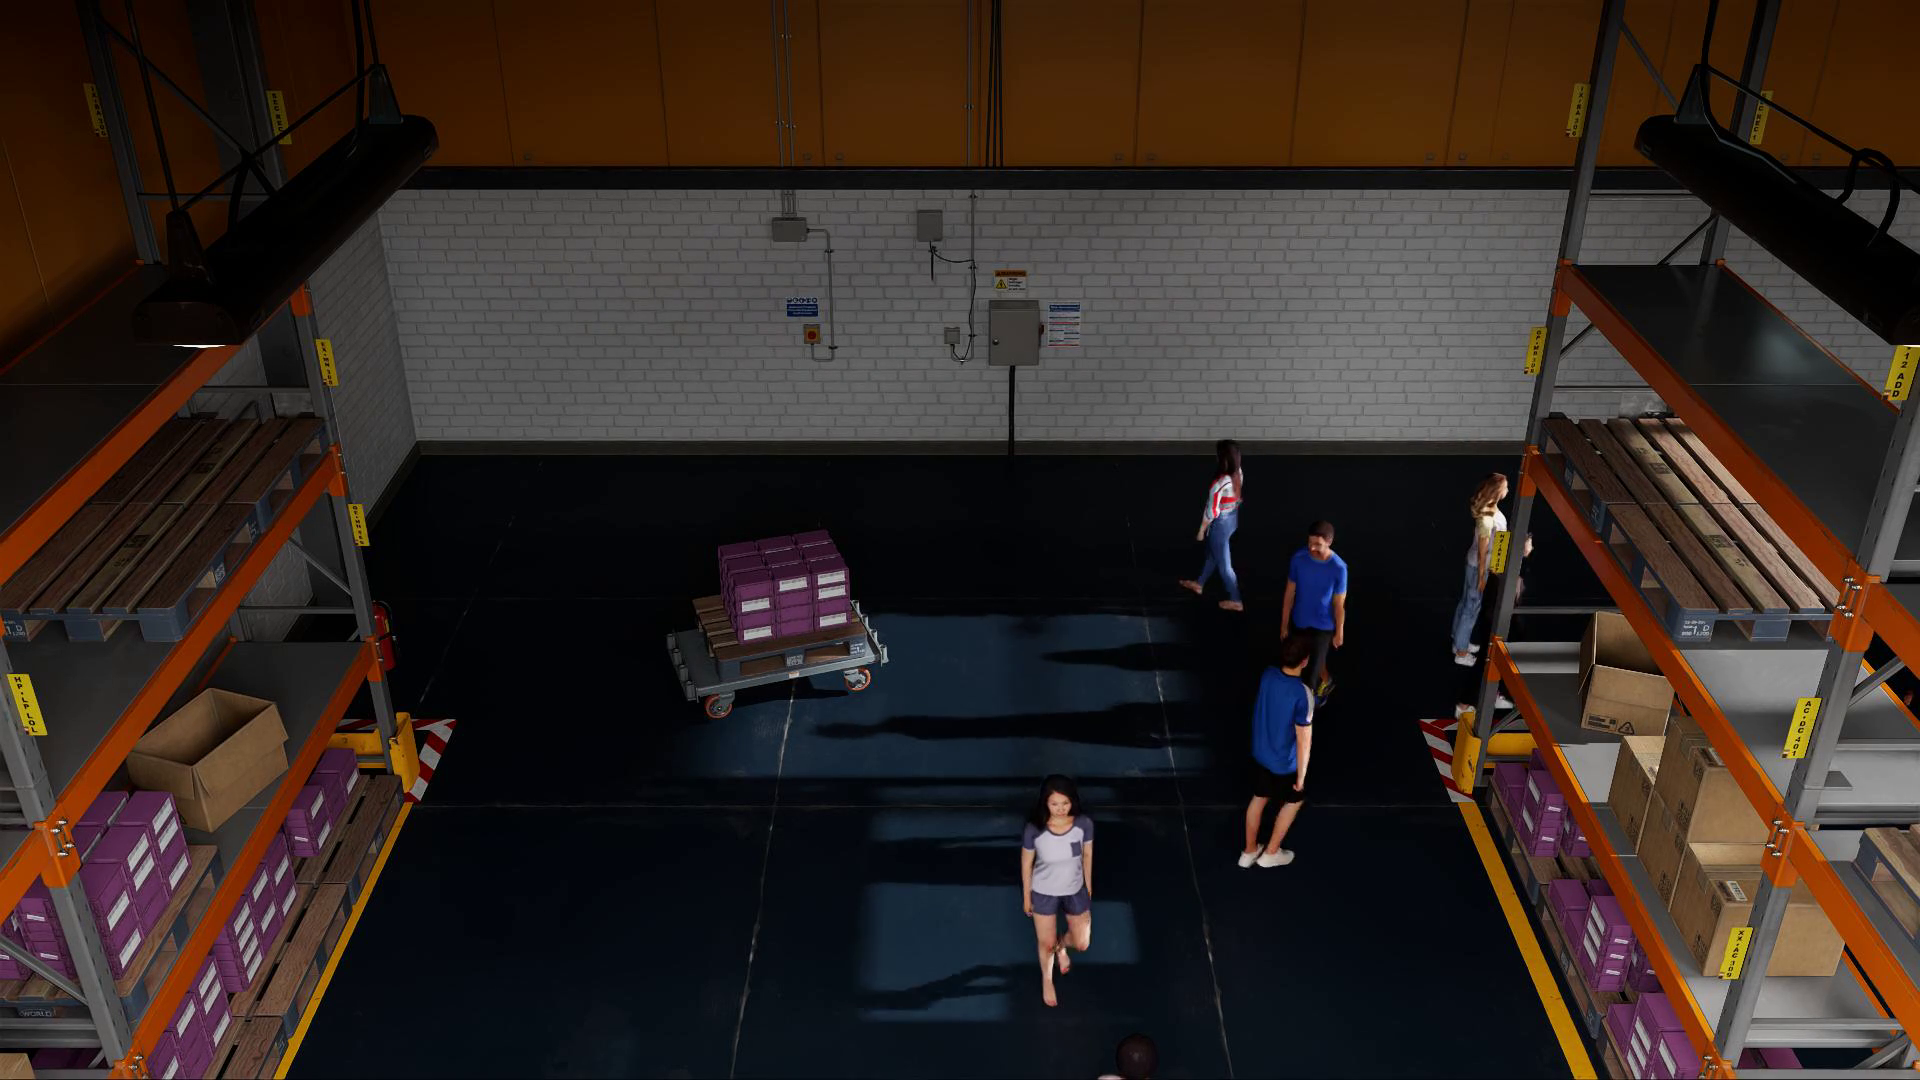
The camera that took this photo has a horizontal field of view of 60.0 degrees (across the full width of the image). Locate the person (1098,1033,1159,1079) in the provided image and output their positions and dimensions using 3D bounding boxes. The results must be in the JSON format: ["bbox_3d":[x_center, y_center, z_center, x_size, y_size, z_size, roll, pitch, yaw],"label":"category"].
[{"bbox_3d":[0.860,3.120,8.307,0.635,1.741,0.611,9,30,16],"label":"person"}]

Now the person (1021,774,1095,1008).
[{"bbox_3d":[0.592,2.095,10.235,0.657,1.693,0.701,-5,29,-9],"label":"person"}]

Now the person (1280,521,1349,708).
[{"bbox_3d":[2.755,0.627,12.796,1.158,1.818,1.266,21,35,33],"label":"person"}]

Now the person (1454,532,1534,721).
[{"bbox_3d":[4.048,0.676,12.848,0.701,1.683,0.695,3,29,6],"label":"person"}]

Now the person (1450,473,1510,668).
[{"bbox_3d":[4.250,0.229,13.621,0.725,1.726,0.547,5,29,10],"label":"person"}]

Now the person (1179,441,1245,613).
[{"bbox_3d":[2.323,-0.096,14.362,0.971,1.588,0.965,19,34,31],"label":"person"}]

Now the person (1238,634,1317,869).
[{"bbox_3d":[2.070,1.476,11.211,0.872,1.846,0.793,-23,36,-36],"label":"person"}]
